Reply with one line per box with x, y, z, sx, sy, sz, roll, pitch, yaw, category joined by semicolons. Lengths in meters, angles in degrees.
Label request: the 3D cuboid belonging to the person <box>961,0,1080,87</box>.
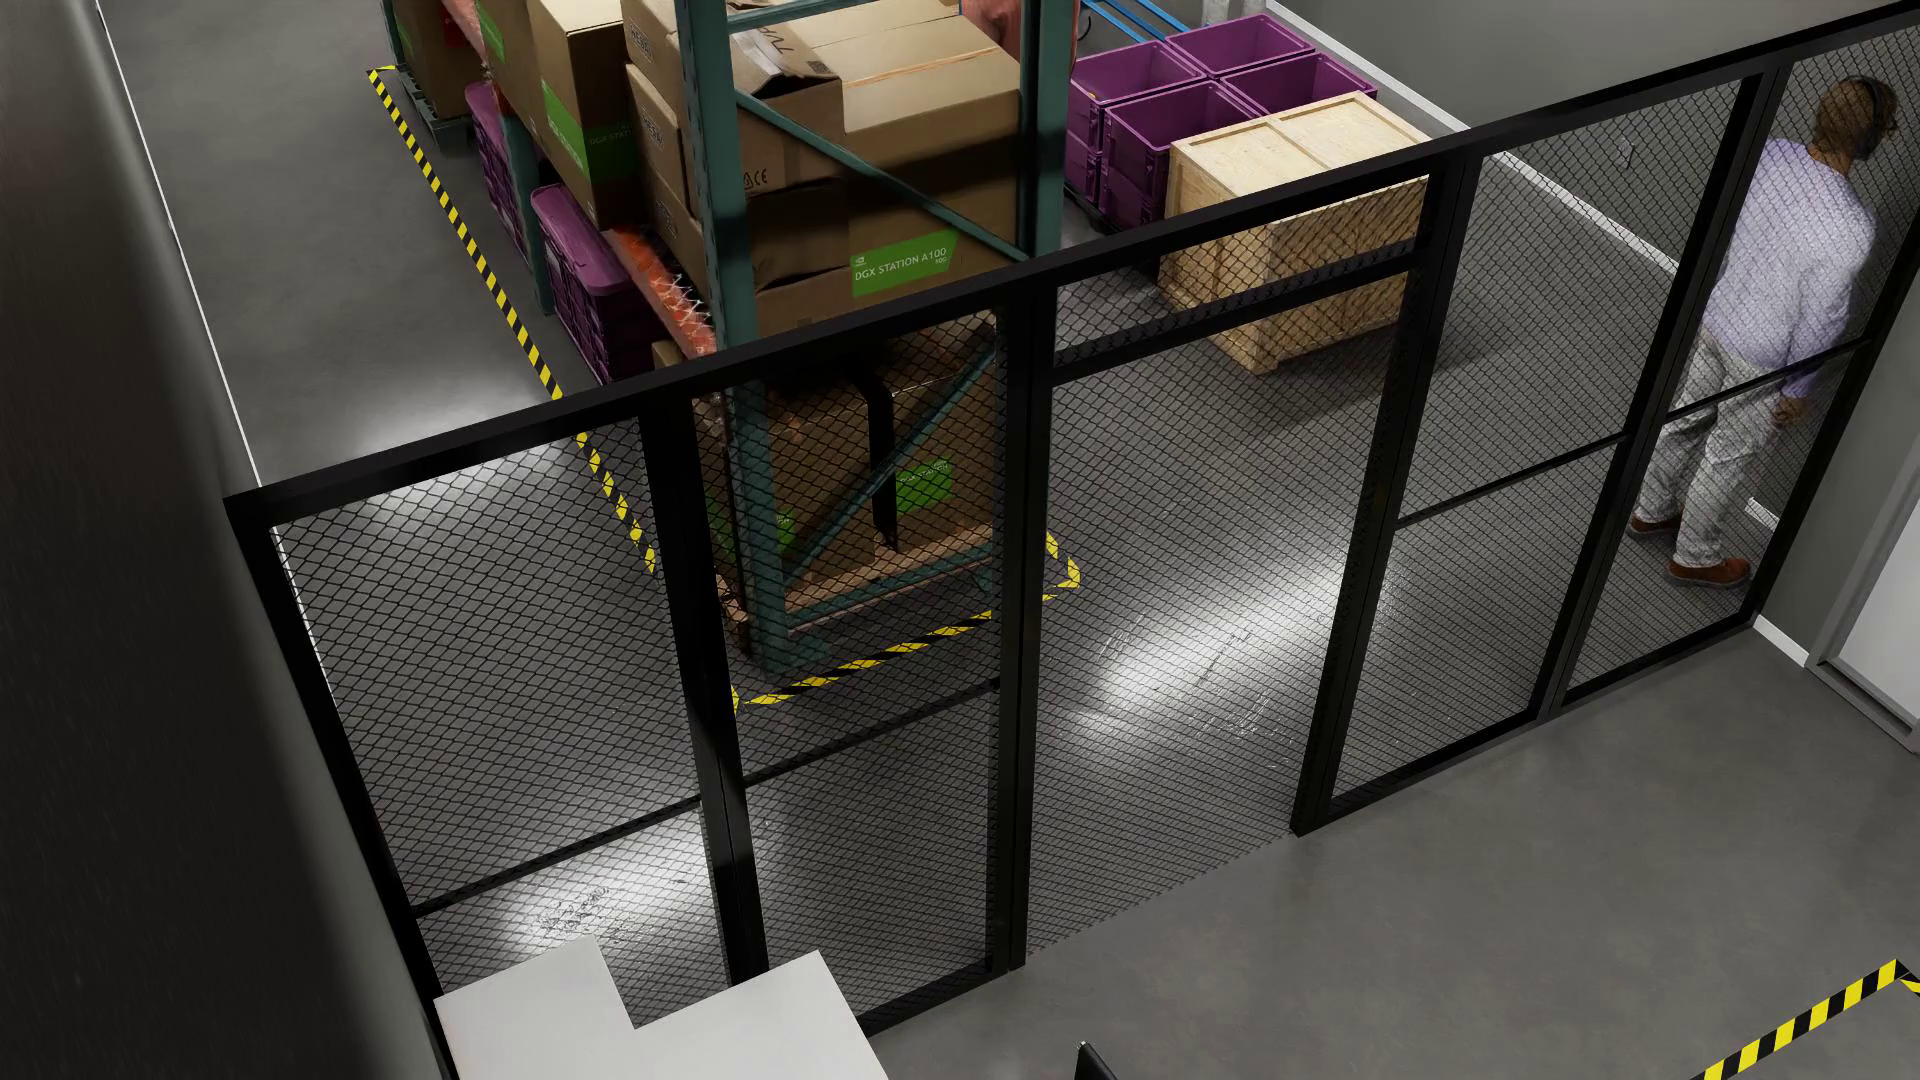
0.228;-1.810;6.883;0.612;1.997;0.375;-32;51;-30;person

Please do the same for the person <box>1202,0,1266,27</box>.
1.439;-3.275;8.605;0.601;1.831;0.404;-18;45;-19;person

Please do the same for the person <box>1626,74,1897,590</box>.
2.725;-0.679;5.690;0.377;1.938;0.629;-7;43;-7;person
